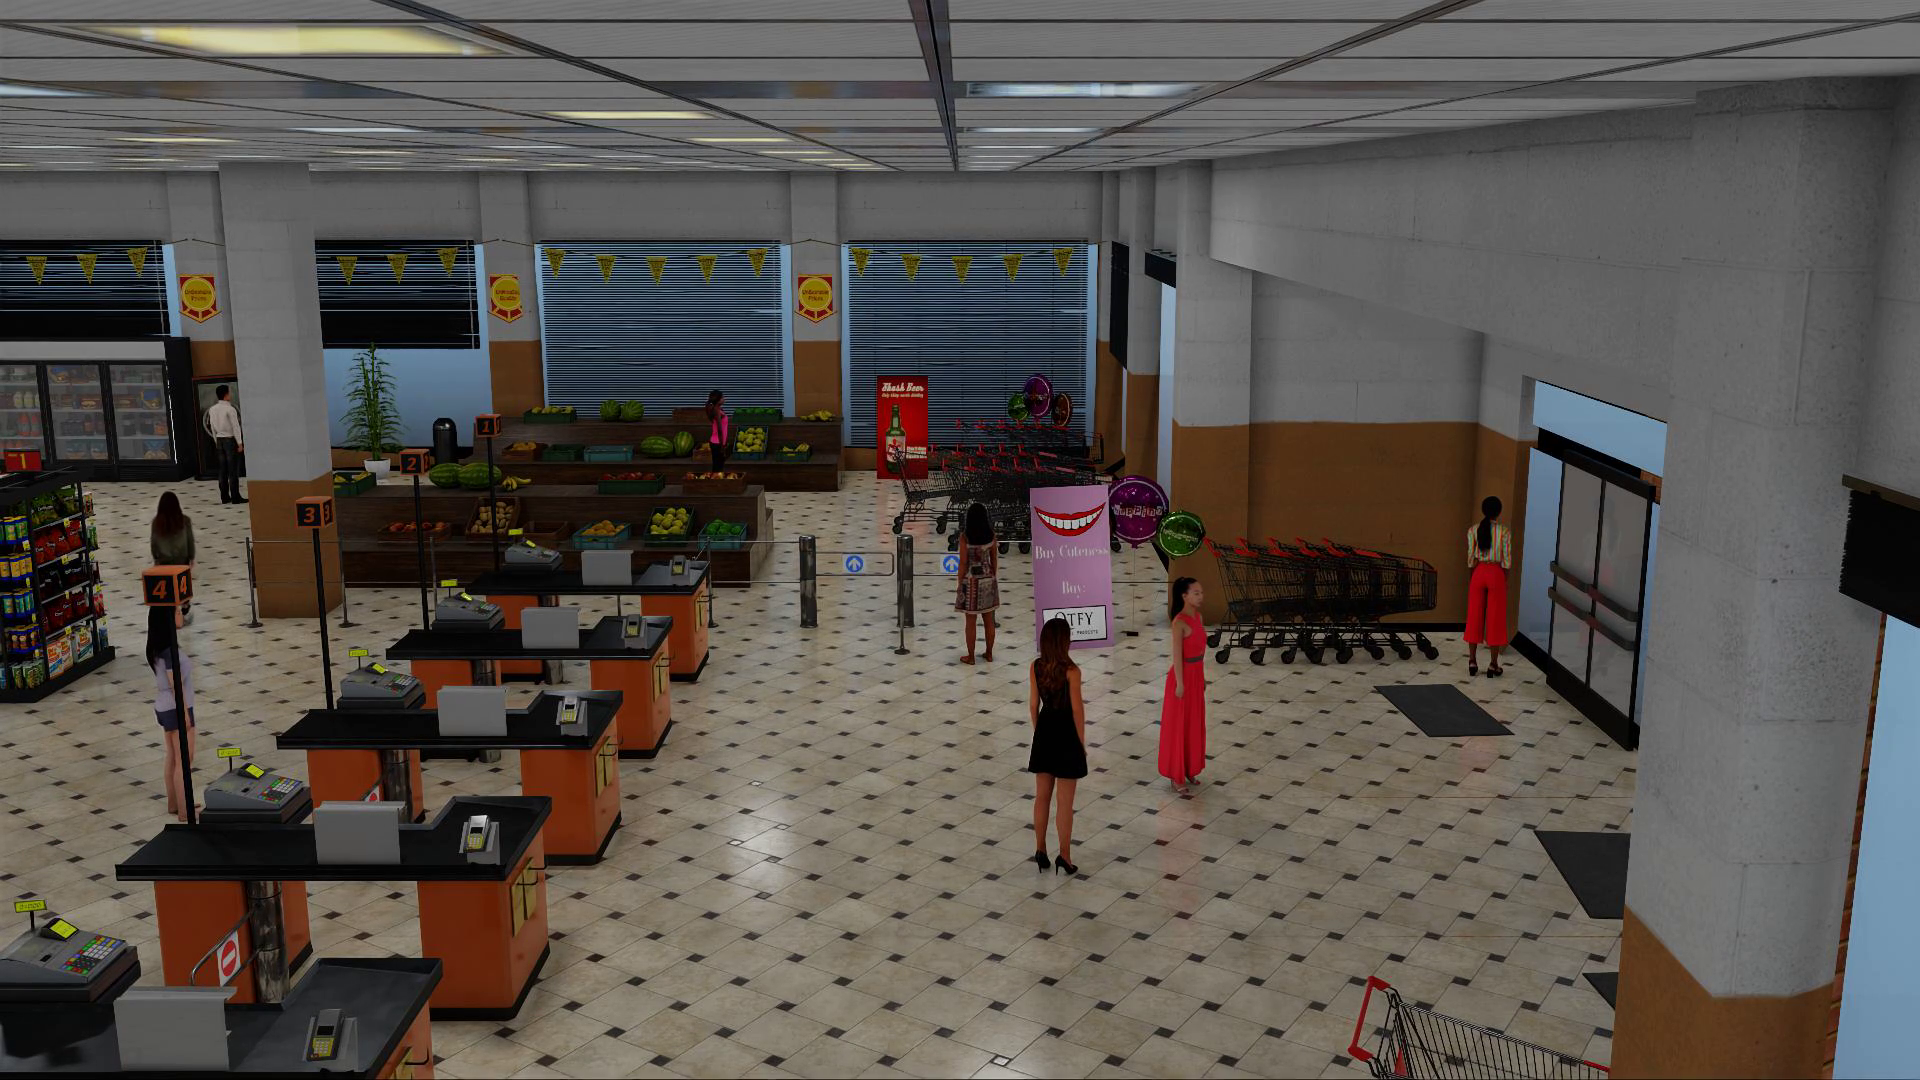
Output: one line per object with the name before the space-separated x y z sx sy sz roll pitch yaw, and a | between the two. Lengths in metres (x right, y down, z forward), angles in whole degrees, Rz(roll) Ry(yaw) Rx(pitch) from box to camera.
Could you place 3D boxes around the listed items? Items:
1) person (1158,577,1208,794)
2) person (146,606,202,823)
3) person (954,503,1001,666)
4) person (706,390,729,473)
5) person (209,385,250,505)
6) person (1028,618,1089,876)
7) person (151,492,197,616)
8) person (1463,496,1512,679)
person | 1.794 1.134 13.197 0.746 1.728 0.712 8 15 35
person | -5.942 1.271 12.594 0.717 1.706 0.677 -9 15 -38
person | 0.179 0.429 16.740 0.638 1.645 0.783 -6 13 -26
person | -3.707 -1.441 25.433 0.638 1.723 0.632 -4 12 -18
person | -11.142 -1.455 25.286 0.638 1.812 0.791 5 13 21
person | 0.666 1.431 11.522 0.627 1.835 0.724 8 14 32
person | -8.614 0.227 18.204 0.997 1.438 0.891 -5 13 -22
person | 5.167 0.451 16.281 0.640 1.792 0.745 7 14 31
